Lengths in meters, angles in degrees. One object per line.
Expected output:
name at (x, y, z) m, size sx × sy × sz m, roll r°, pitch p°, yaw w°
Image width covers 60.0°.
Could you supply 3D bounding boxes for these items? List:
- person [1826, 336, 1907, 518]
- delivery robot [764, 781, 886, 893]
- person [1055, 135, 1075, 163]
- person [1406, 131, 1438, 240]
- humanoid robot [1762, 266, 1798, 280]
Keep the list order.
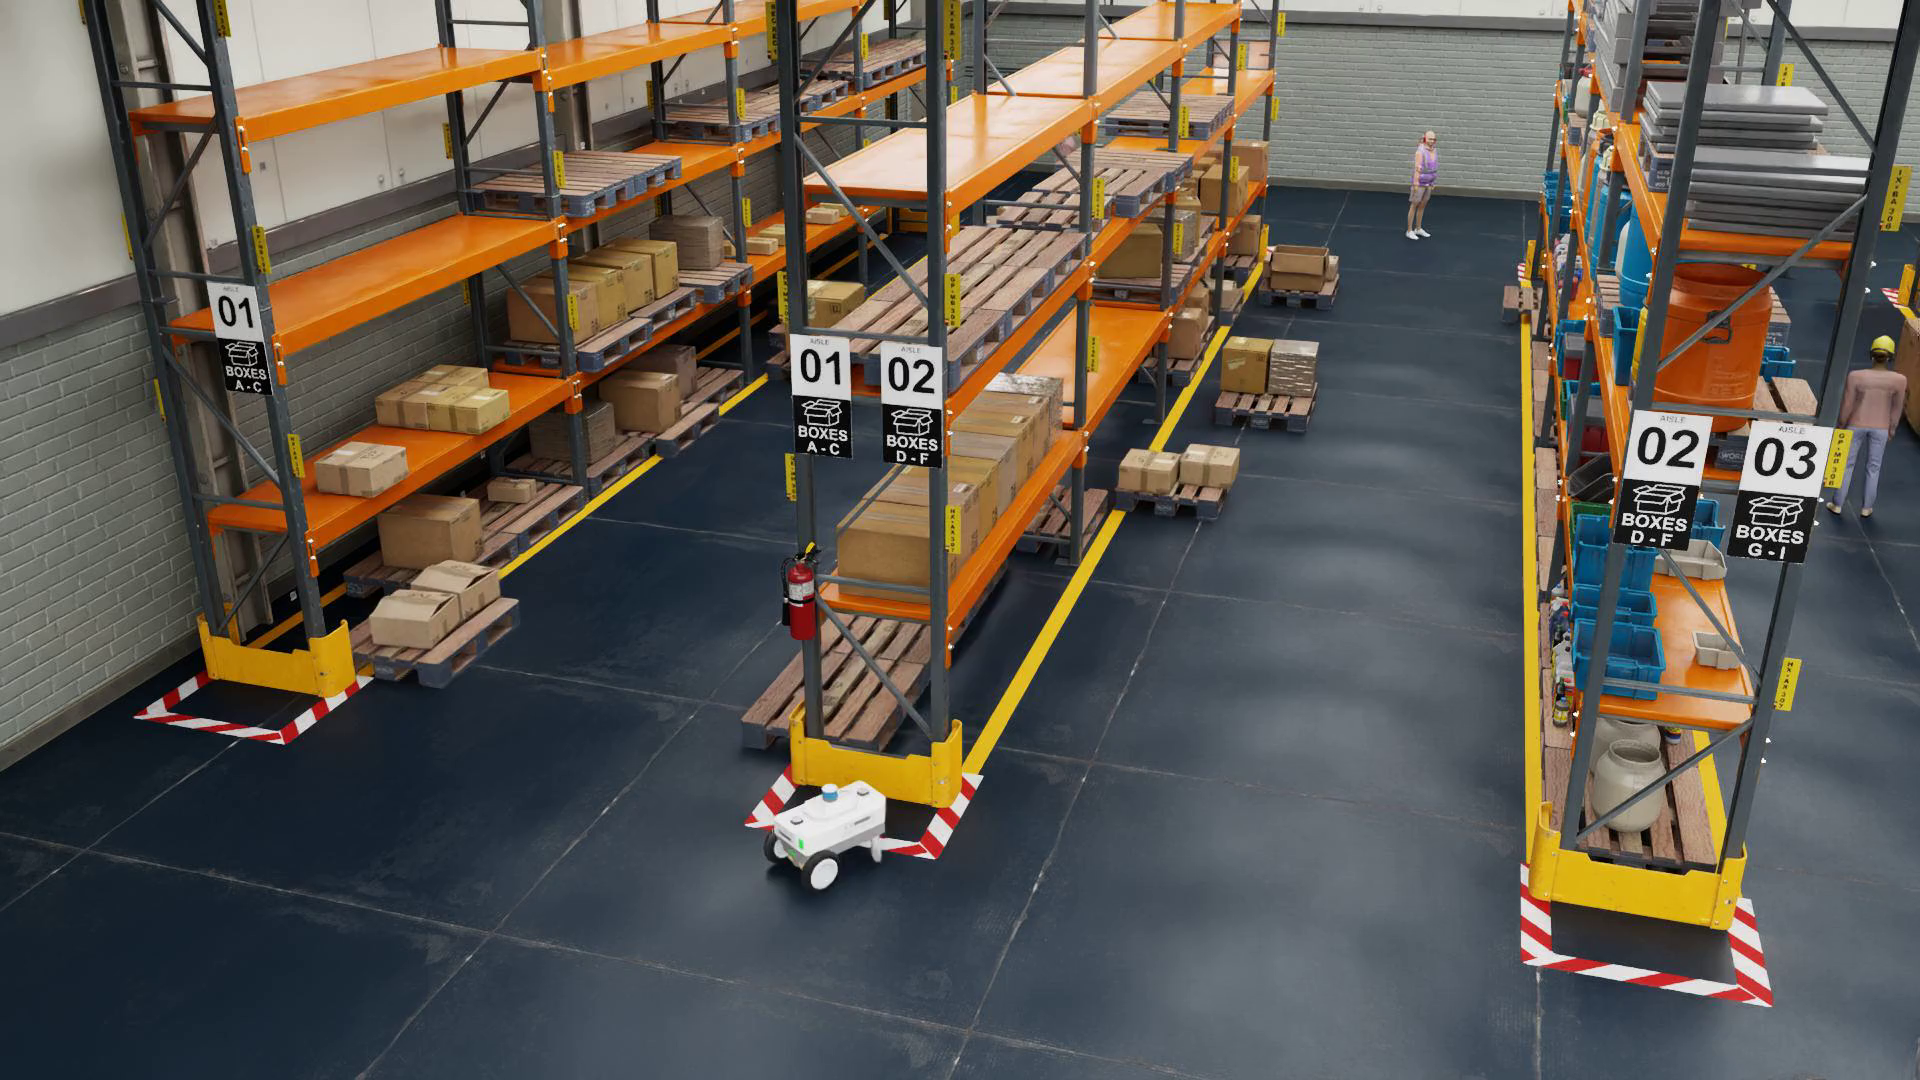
person at (8.600, -1.071, 15.777) m, size 0.524 × 1.759 × 0.325 m, roll 8°, pitch 25°, yaw 19°
delivery robot at (-0.838, 1.843, 10.546) m, size 0.773 × 0.601 × 0.513 m, roll -18°, pitch 29°, yaw -36°
person at (1.719, -5.906, 26.973) m, size 0.606 × 1.799 × 0.523 m, roll 1°, pitch 23°, yaw 3°
person at (7.378, -5.657, 26.490) m, size 0.480 × 1.692 × 0.349 m, roll -18°, pitch 29°, yaw -35°
humanoid robot at (12.013, -4.574, 24.010) m, size 0.612 × 1.642 × 0.416 m, roll -8°, pitch 25°, yaw -18°
